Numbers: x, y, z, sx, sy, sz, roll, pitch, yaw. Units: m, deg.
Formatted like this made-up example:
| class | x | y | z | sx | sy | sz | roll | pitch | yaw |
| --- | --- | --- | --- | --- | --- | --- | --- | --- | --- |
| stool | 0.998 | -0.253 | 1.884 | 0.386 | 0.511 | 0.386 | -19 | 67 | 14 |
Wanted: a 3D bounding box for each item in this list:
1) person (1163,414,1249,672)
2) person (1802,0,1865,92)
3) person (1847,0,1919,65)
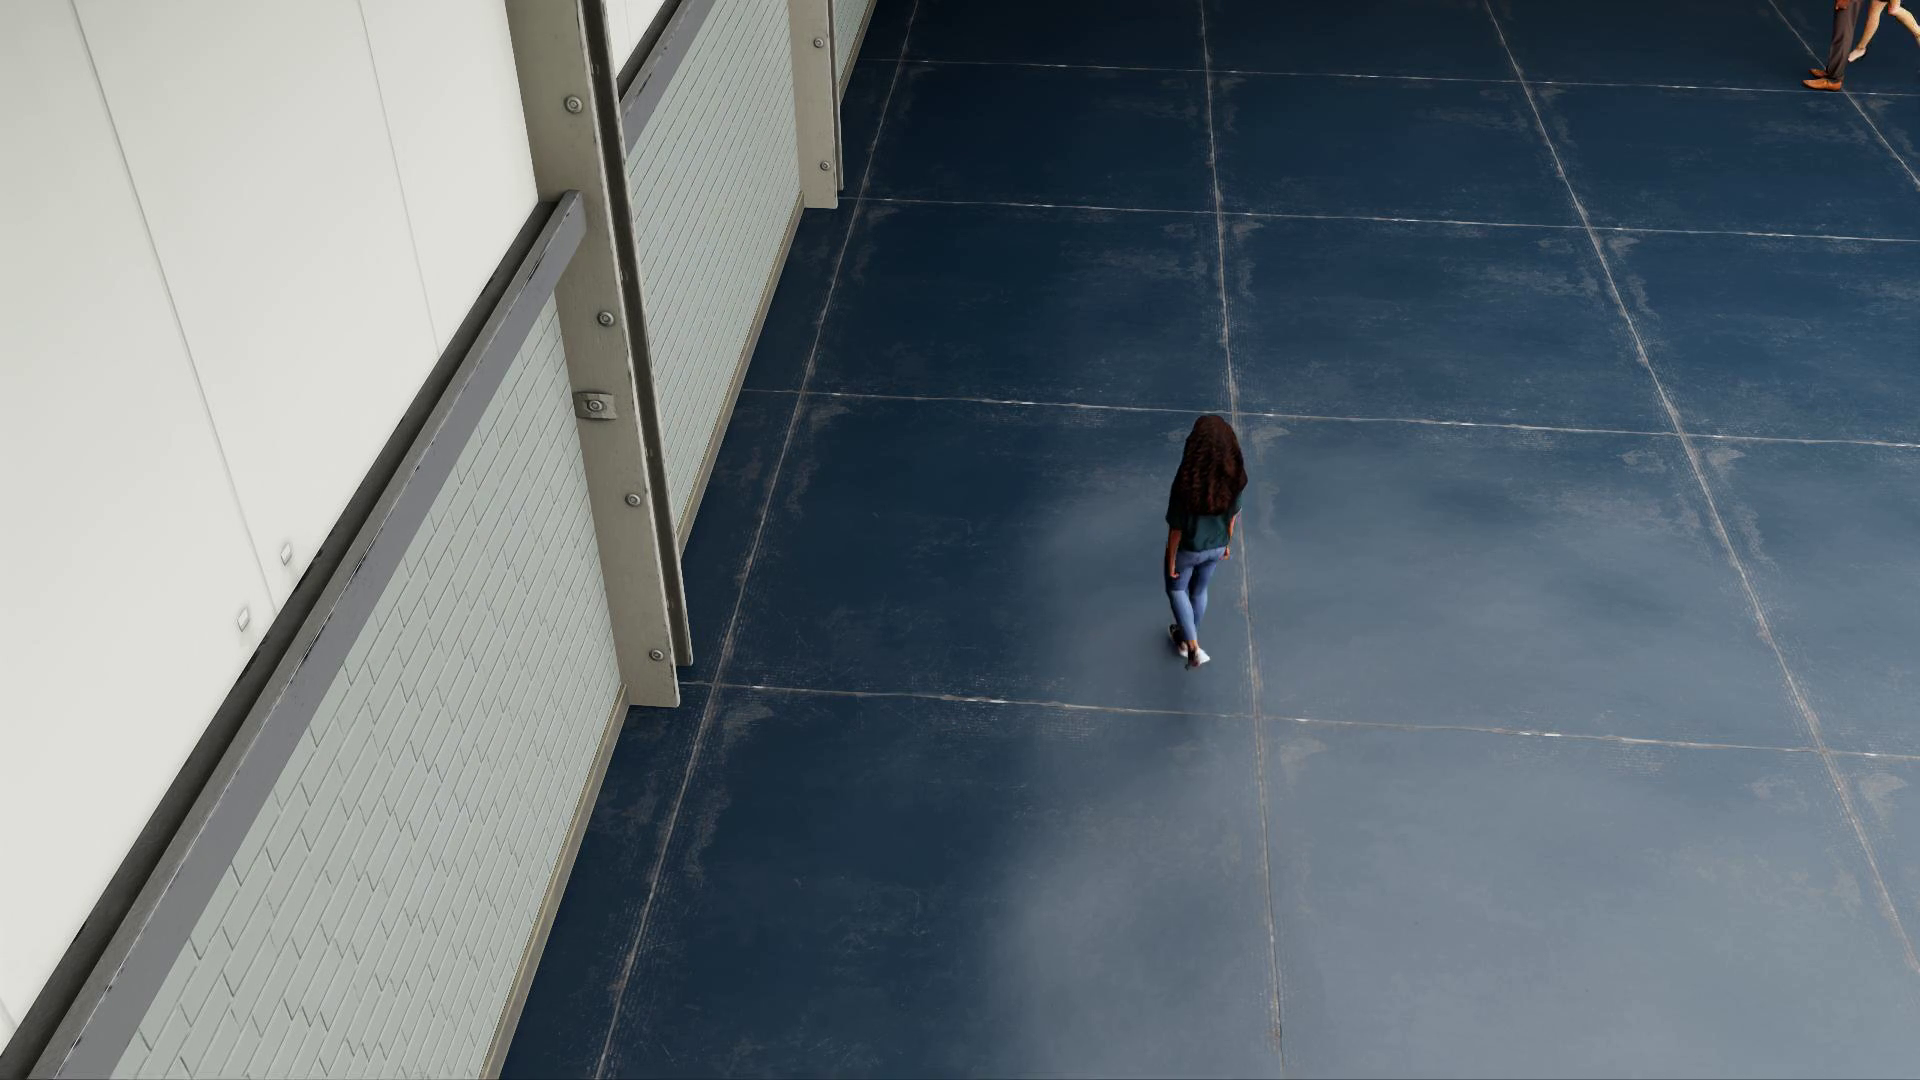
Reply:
| class | x | y | z | sx | sy | sz | roll | pitch | yaw |
| --- | --- | --- | --- | --- | --- | --- | --- | --- | --- |
| person | 1.305 | 0.067 | 8.928 | 0.740 | 1.603 | 0.891 | -9 | 39 | -11 |
| person | 8.239 | -5.100 | 15.286 | 0.852 | 1.907 | 0.731 | 22 | 43 | 25 |
| person | 8.859 | -5.229 | 15.568 | 0.970 | 1.762 | 1.035 | 21 | 43 | 25 |
